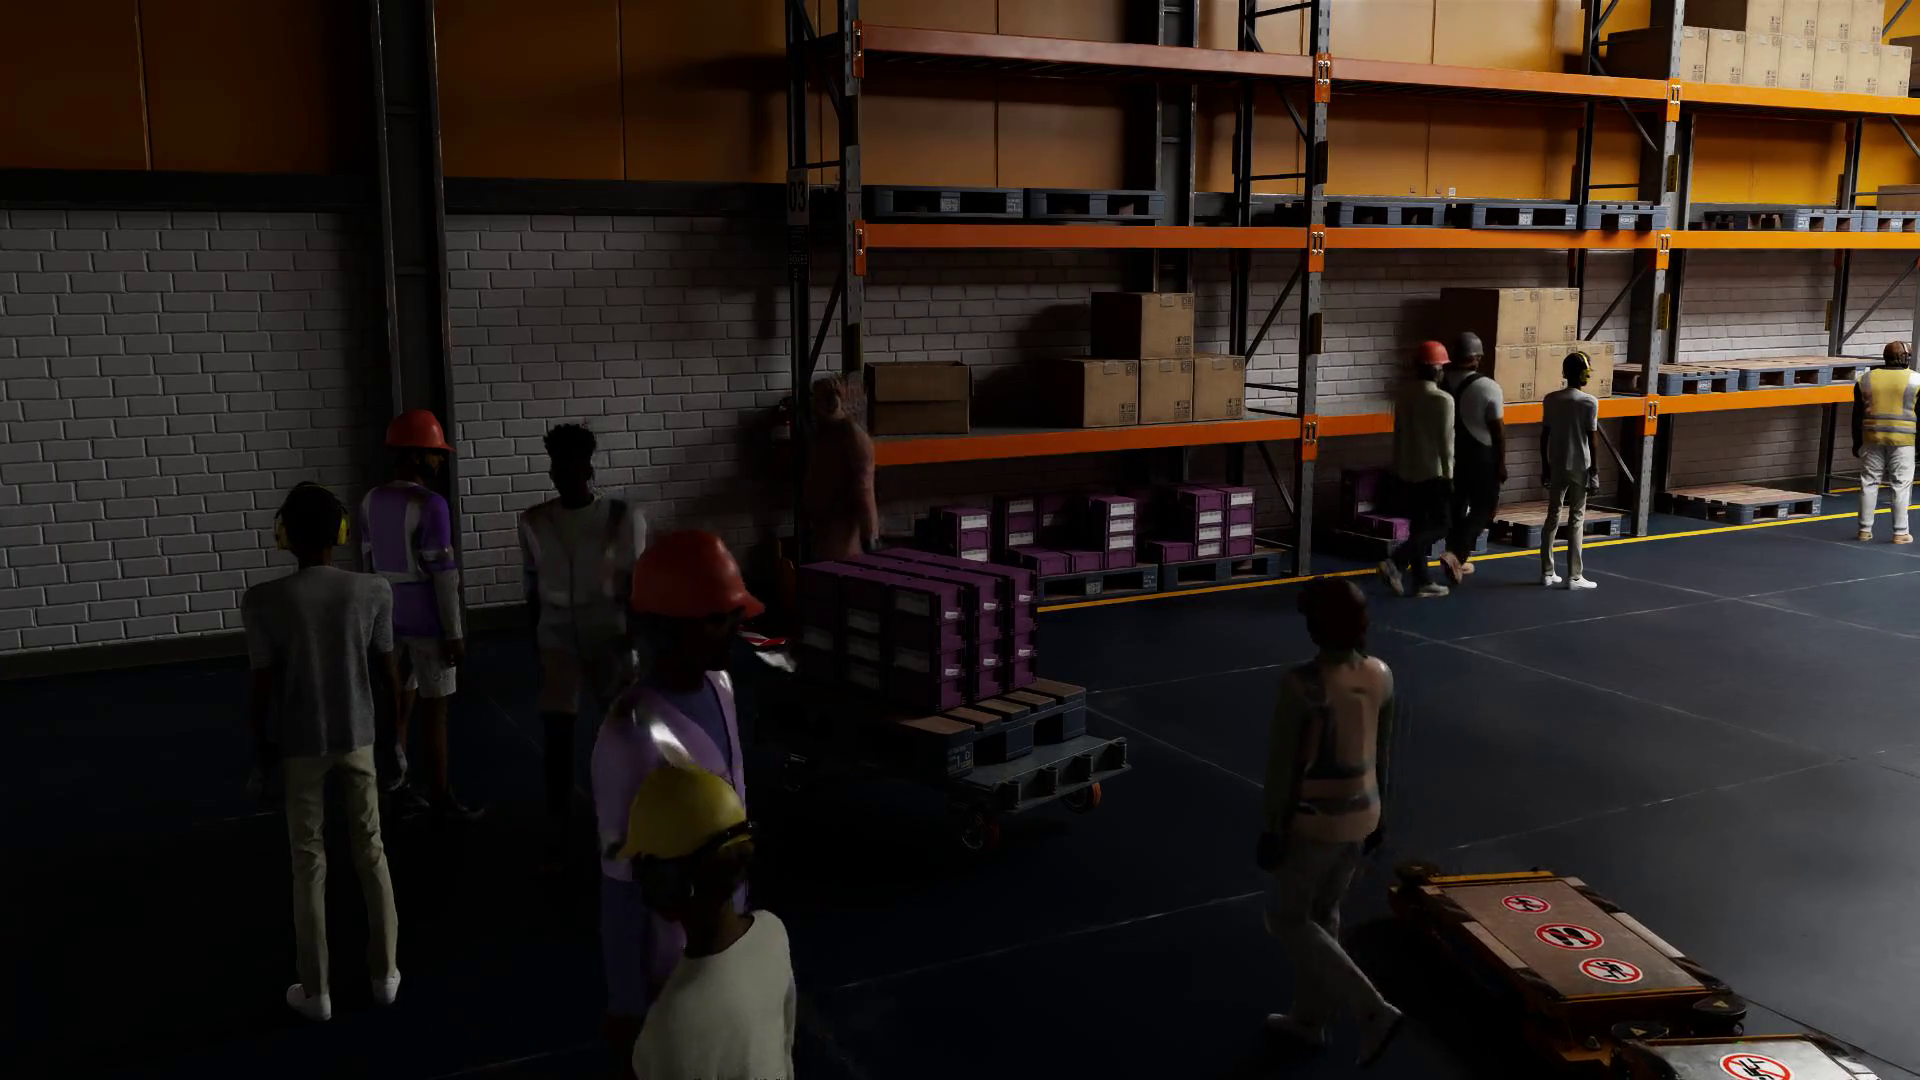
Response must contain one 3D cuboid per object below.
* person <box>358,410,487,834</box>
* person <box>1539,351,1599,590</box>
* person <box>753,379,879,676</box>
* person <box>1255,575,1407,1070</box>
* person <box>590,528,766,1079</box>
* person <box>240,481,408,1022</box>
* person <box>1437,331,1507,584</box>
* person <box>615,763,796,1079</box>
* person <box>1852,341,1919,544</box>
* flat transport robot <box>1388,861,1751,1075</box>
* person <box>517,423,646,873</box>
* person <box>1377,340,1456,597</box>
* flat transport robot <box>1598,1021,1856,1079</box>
[{"bbox_3d":[-2.470,0.373,7.613,0.543,1.932,0.376,6,12,32],"label":"person"},{"bbox_3d":[4.795,-0.543,13.064,0.328,1.872,0.515,-7,12,-36],"label":"person"},{"bbox_3d":[-0.874,-0.084,10.480,1.019,1.844,0.653,-5,11,-25],"label":"person"},{"bbox_3d":[1.205,0.919,5.330,0.521,1.614,0.535,-8,12,-38],"label":"person"},{"bbox_3d":[-0.749,0.950,4.067,0.886,2.008,0.615,1,10,7],"label":"person"},{"bbox_3d":[-2.193,0.728,5.754,0.533,1.866,0.315,-6,12,-32],"label":"person"},{"bbox_3d":[4.026,-0.670,13.301,0.766,2.000,0.695,-8,13,-39],"label":"person"},{"bbox_3d":[-0.364,1.266,3.073,0.763,1.732,0.535,2,10,14],"label":"person"},{"bbox_3d":[8.450,-0.884,15.121,0.620,1.840,0.430,9,13,43],"label":"person"},{"bbox_3d":[2.137,1.484,5.988,0.652,0.197,1.431,-1,10,-8],"label":"flat transport robot"},{"bbox_3d":[-1.648,0.419,7.402,0.593,1.925,0.969,1,10,3],"label":"person"},{"bbox_3d":[3.465,-0.512,12.556,0.646,1.981,0.628,-4,11,-21],"label":"person"},{"bbox_3d":[2.400,1.726,4.595,0.652,0.197,1.431,-1,10,-4],"label":"flat transport robot"}]
